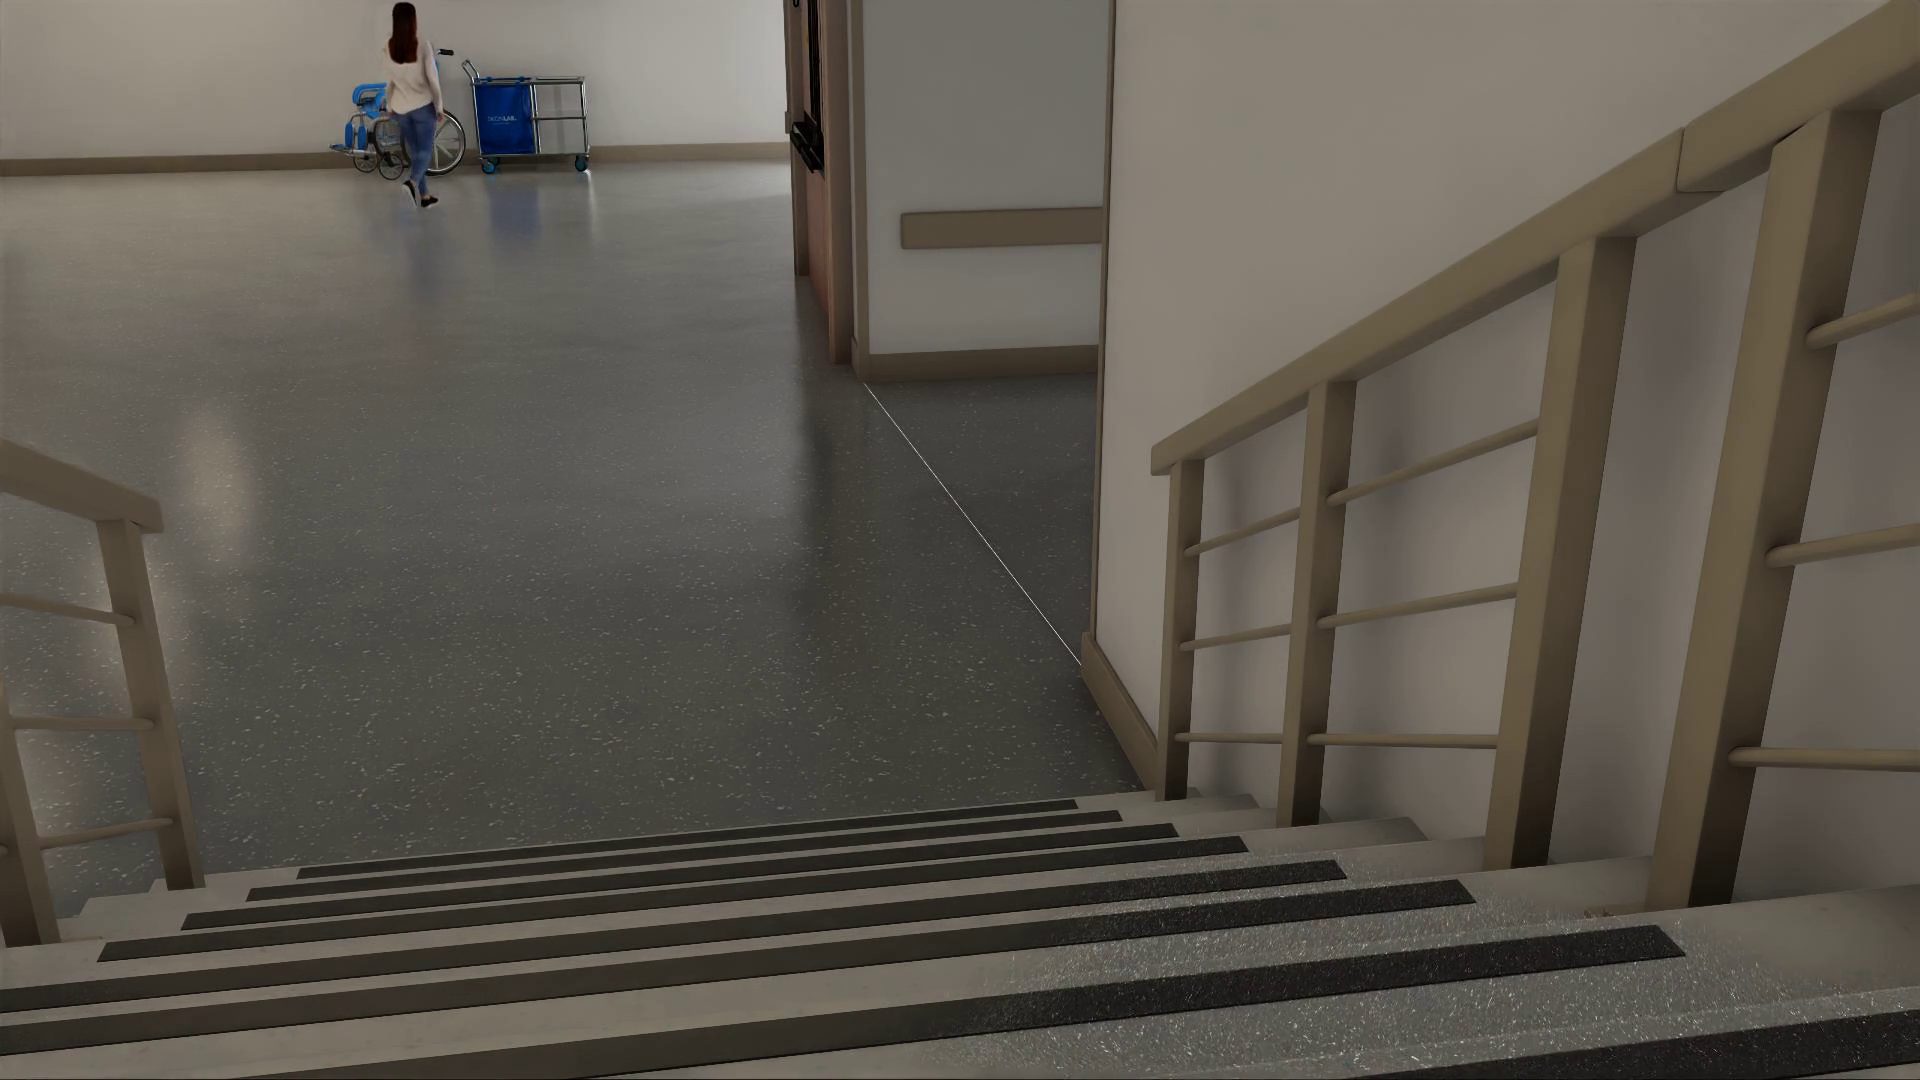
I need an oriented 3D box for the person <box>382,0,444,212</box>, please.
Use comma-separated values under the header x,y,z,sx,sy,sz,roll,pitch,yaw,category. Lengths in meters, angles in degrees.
x,y,z,sx,sy,sz,roll,pitch,yaw,category
-4.469,-3.482,13.544,0.838,1.669,1.101,3,21,7,person
